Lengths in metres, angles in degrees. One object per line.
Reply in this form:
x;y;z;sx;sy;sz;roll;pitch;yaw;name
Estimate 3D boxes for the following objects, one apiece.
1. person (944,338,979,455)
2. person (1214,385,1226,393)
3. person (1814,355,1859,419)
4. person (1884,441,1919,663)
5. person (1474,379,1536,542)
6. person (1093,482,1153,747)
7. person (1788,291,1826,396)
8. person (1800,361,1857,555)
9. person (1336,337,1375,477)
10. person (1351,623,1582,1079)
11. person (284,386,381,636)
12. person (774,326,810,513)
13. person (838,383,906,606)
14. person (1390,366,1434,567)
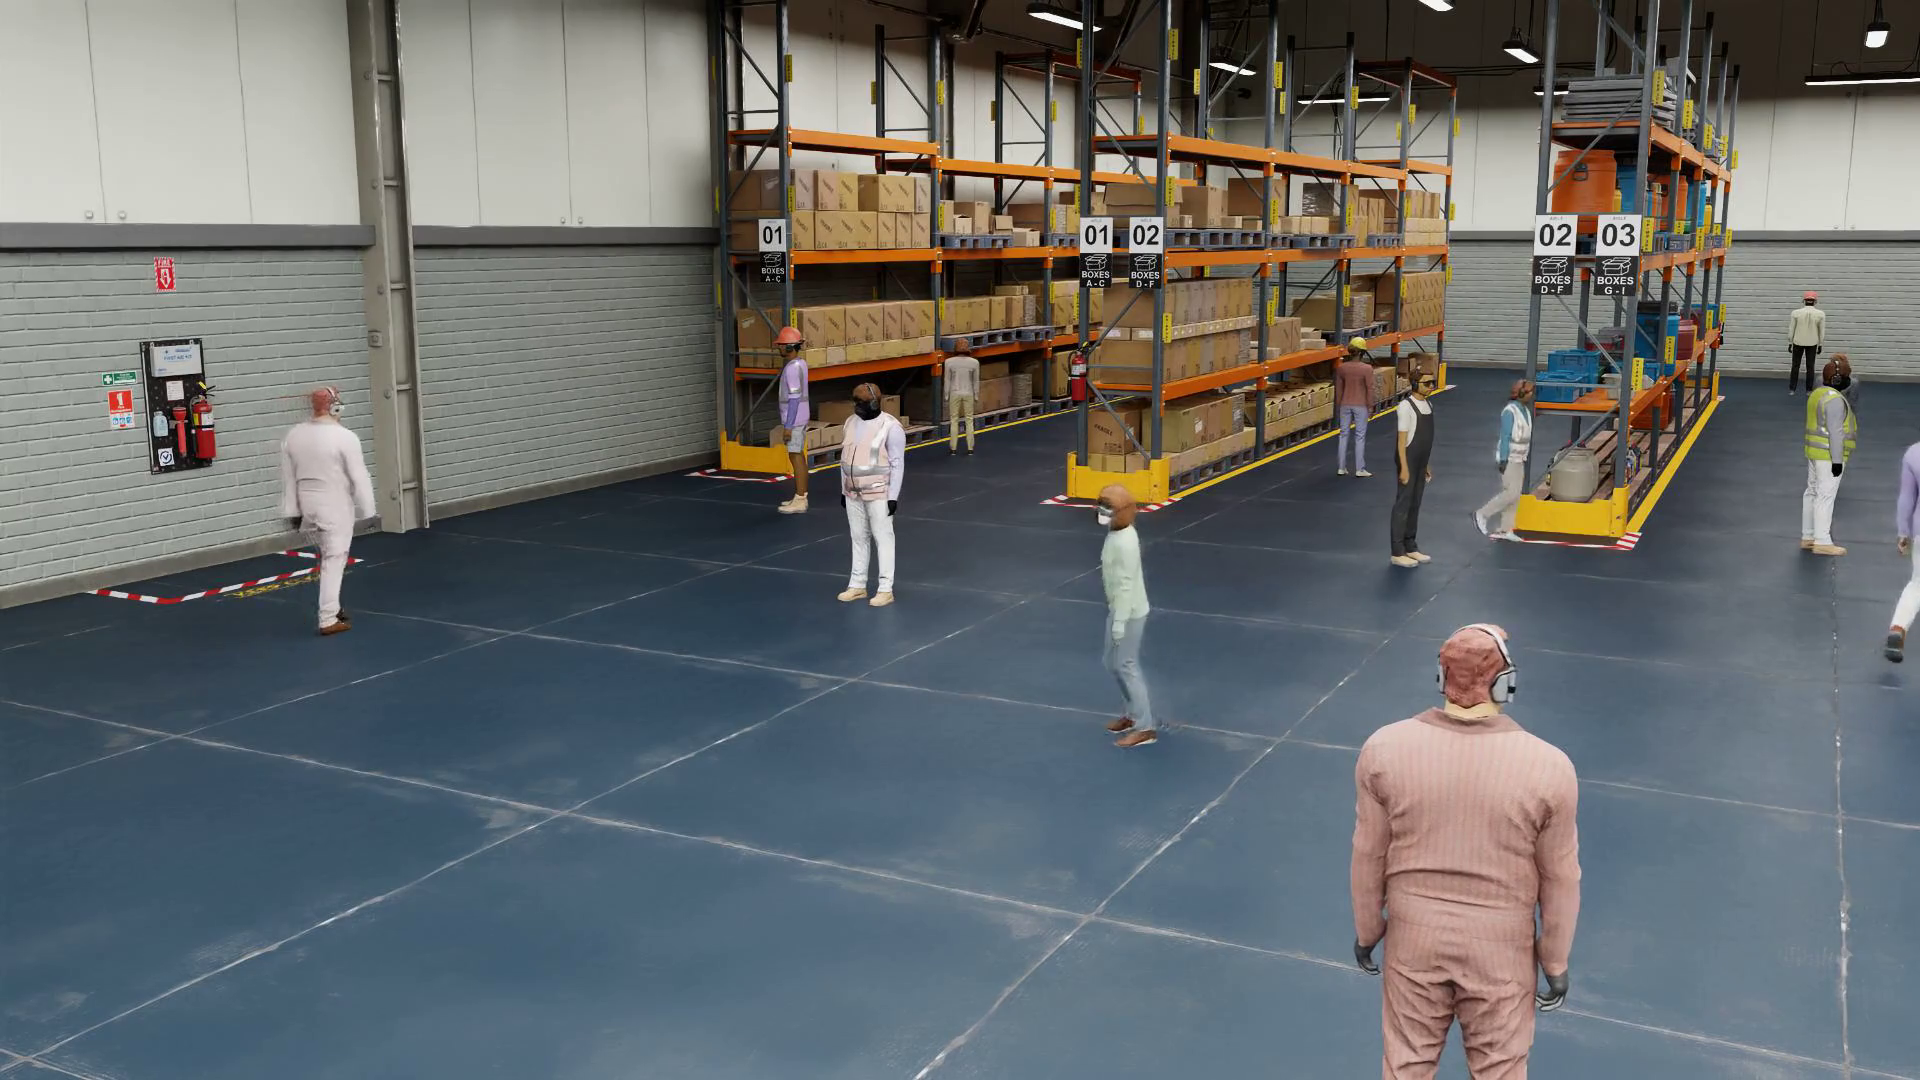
0.024;-1.987;23.061;0.493;1.624;0.280;-1;10;-7;person
3.852;-2.536;25.352;0.573;1.883;0.356;5;12;27;person
10.709;-1.482;20.372;0.493;1.596;0.844;9;14;40;person
6.831;-0.025;11.549;0.698;1.923;0.652;-7;12;-33;person
5.455;-0.795;16.547;0.423;1.615;0.539;9;14;40;person
0.973;0.443;9.836;0.424;1.605;0.521;-1;10;-6;person
16.074;-3.735;31.606;0.609;1.987;0.402;4;11;22;person
8.328;-0.790;15.941;0.429;1.845;0.621;2;11;8;person
4.978;-1.672;20.954;0.525;1.770;0.306;9;14;40;person
1.505;1.187;4.990;0.649;1.904;0.401;5;11;25;person
-4.791;-0.232;12.797;0.662;1.887;0.716;5;11;23;person
-1.841;-1.310;18.222;0.377;2.045;0.605;1;10;4;person
-0.751;-0.376;13.703;0.621;1.837;0.429;8;13;37;person
4.192;-0.682;15.337;0.348;1.847;0.505;10;14;42;person
